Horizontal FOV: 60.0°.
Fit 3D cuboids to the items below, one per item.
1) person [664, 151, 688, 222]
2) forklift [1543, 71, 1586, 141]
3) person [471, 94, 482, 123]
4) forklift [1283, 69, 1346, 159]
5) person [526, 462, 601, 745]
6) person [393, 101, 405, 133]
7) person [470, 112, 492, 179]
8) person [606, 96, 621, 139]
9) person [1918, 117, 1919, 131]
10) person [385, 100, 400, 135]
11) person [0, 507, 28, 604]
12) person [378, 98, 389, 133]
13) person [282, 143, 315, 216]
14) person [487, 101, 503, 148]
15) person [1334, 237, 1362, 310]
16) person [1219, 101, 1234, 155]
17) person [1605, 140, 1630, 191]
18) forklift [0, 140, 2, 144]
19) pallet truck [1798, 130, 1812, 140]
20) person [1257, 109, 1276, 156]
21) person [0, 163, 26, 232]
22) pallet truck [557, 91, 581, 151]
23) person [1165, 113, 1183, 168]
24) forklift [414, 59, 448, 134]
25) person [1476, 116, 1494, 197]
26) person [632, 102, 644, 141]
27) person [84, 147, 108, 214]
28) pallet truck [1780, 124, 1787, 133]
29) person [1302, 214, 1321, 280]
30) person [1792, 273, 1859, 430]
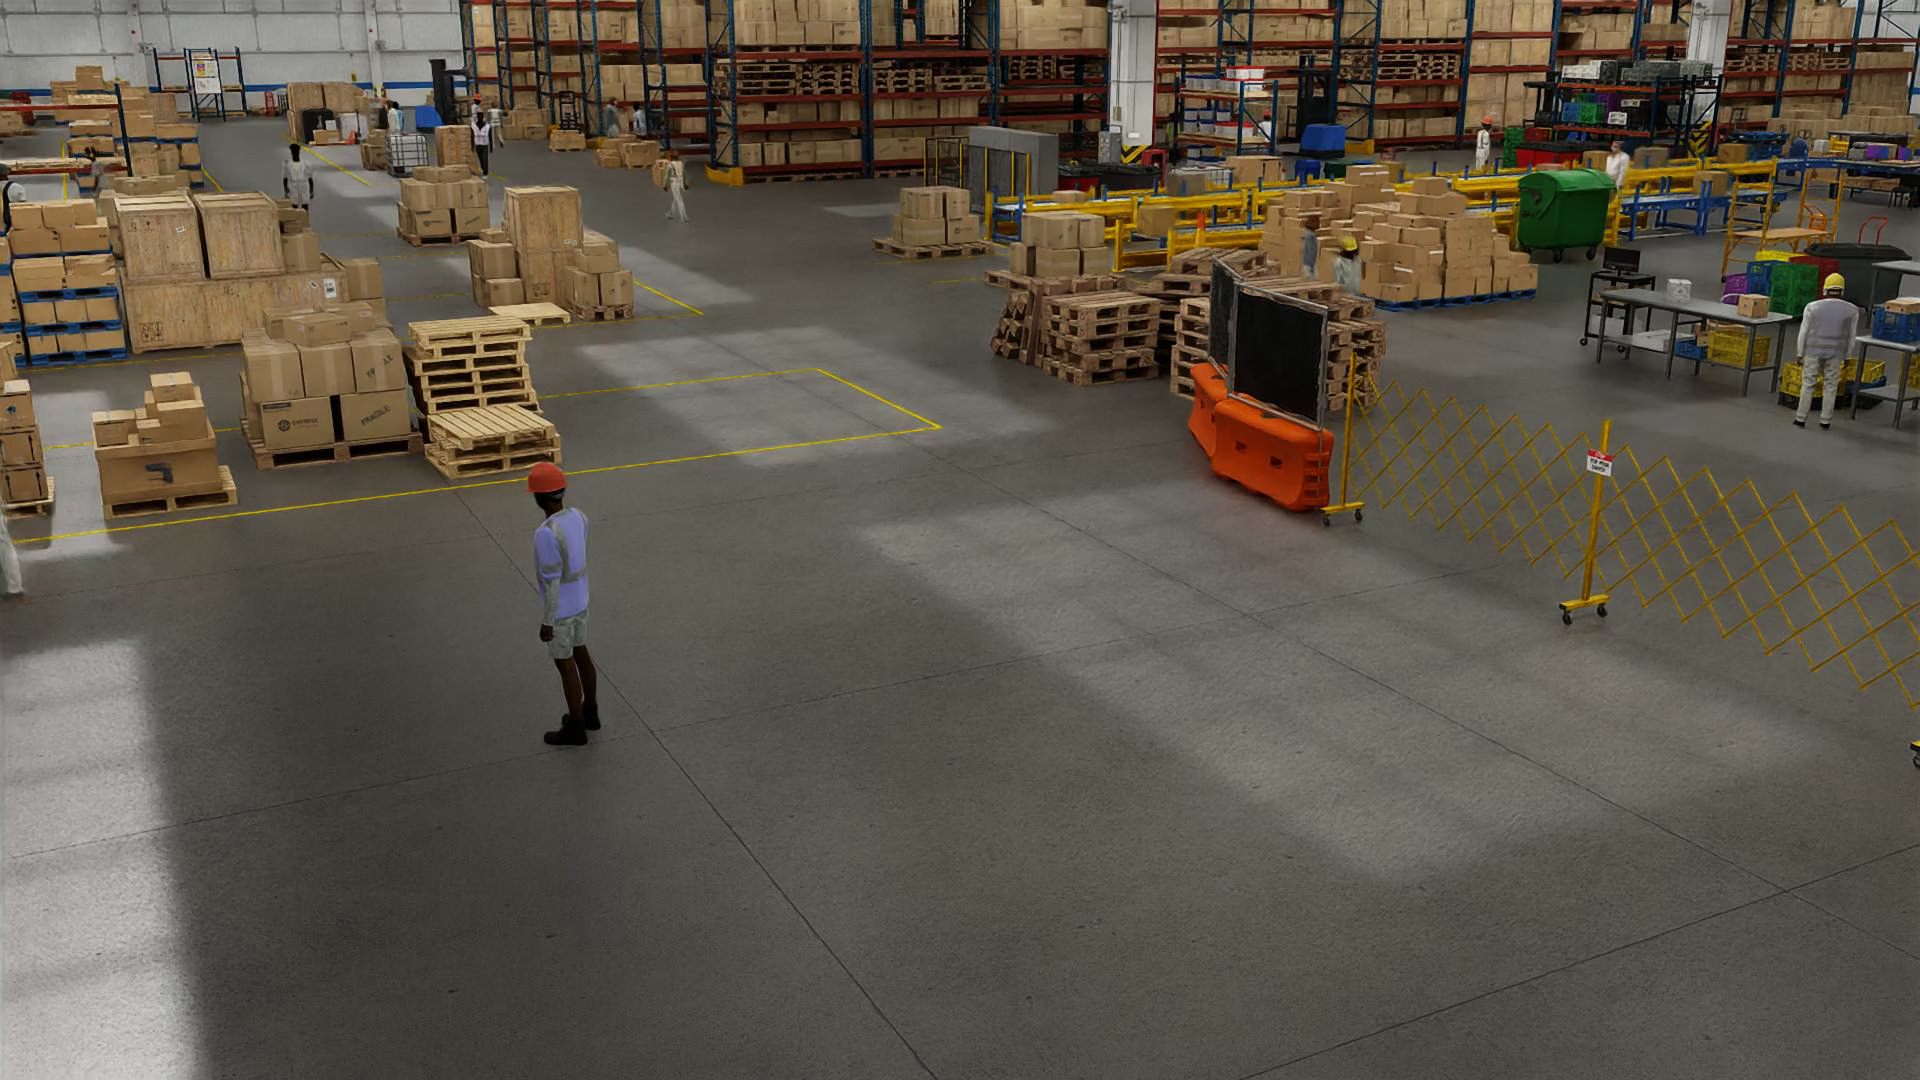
[{"bbox_3d":[-6.581,-8.162,38.342,0.851,1.585,0.538,13,22,34],"label":"person"},{"bbox_3d":[18.685,-13.231,52.085,1.873,2.768,1.129,-9,20,-26],"label":"forklift"},{"bbox_3d":[-16.389,-14.182,56.594,0.385,1.930,0.540,1,18,4],"label":"person"},{"bbox_3d":[11.615,-13.871,54.079,1.129,2.768,1.873,-9,20,-27],"label":"forklift"},{"bbox_3d":[-2.657,0.422,11.041,0.373,1.933,0.549,4,18,13],"label":"person"},{"bbox_3d":[-19.033,-13.976,56.311,0.317,1.696,0.540,12,21,32],"label":"person"},{"bbox_3d":[-13.755,-11.366,47.887,0.590,1.887,0.917,-1,18,-4],"label":"person"},{"bbox_3d":[-11.570,-13.908,55.795,1.042,1.878,0.649,2,18,7],"label":"person"},{"bbox_3d":[35.212,-15.480,60.520,0.623,1.992,0.391,-4,18,-13],"label":"person"},{"bbox_3d":[-18.122,-13.106,53.254,0.406,1.925,0.635,-5,18,-15],"label":"person"},{"bbox_3d":[-8.194,-0.382,13.709,0.999,1.825,0.583,10,20,27],"label":"person"},{"bbox_3d":[-18.738,-13.318,53.871,0.921,1.950,0.642,0,18,0],"label":"person"},{"bbox_3d":[-14.300,-7.592,35.987,0.630,1.955,0.426,-6,19,-19],"label":"person"},{"bbox_3d":[-16.178,-14.453,57.921,0.519,1.627,0.459,-9,20,-27],"label":"person"},{"bbox_3d":[5.466,-3.453,23.532,0.502,1.682,0.930,-8,19,-23],"label":"person"},{"bbox_3d":[8.820,-13.712,55.203,0.640,1.881,0.824,-10,20,-28],"label":"person"},{"bbox_3d":[14.862,-8.097,37.682,0.712,1.884,0.653,-8,20,-24],"label":"person"},{"bbox_3d":[-35.424,-15.543,59.291,1.873,2.768,1.129,13,22,35],"label":"forklift"},{"bbox_3d":[25.526,-11.556,49.408,1.630,1.274,0.653,-9,20,-26],"label":"pallet truck"},{"bbox_3d":[8.916,-11.537,48.370,0.550,1.913,0.669,-1,18,-3],"label":"person"},{"bbox_3d":[-17.482,-5.907,30.604,0.673,2.000,0.535,-6,19,-18],"label":"person"},{"bbox_3d":[-13.495,-14.412,57.188,0.823,1.965,1.885,-3,18,-9],"label":"pallet truck"},{"bbox_3d":[6.590,-12.286,51.100,0.787,1.670,0.540,-11,21,-30],"label":"person"},{"bbox_3d":[-20.039,-17.113,64.184,1.873,2.768,1.129,0,18,1],"label":"forklift"},{"bbox_3d":[13.617,-9.964,43.246,0.379,2.045,0.605,-1,18,-2],"label":"person"},{"bbox_3d":[-10.985,-14.014,56.440,0.577,1.675,0.547,-6,19,-19],"label":"person"},{"bbox_3d":[-18.965,-7.662,36.420,0.930,1.826,0.576,-9,20,-26],"label":"person"},{"bbox_3d":[25.206,-12.542,52.601,1.601,1.201,0.680,0,18,-2],"label":"pallet truck"},{"bbox_3d":[5.554,-4.428,26.676,0.642,1.613,0.508,5,18,14],"label":"person"},{"bbox_3d":[10.063,-2.187,19.363,0.595,1.824,0.404,6,19,17],"label":"person"}]
